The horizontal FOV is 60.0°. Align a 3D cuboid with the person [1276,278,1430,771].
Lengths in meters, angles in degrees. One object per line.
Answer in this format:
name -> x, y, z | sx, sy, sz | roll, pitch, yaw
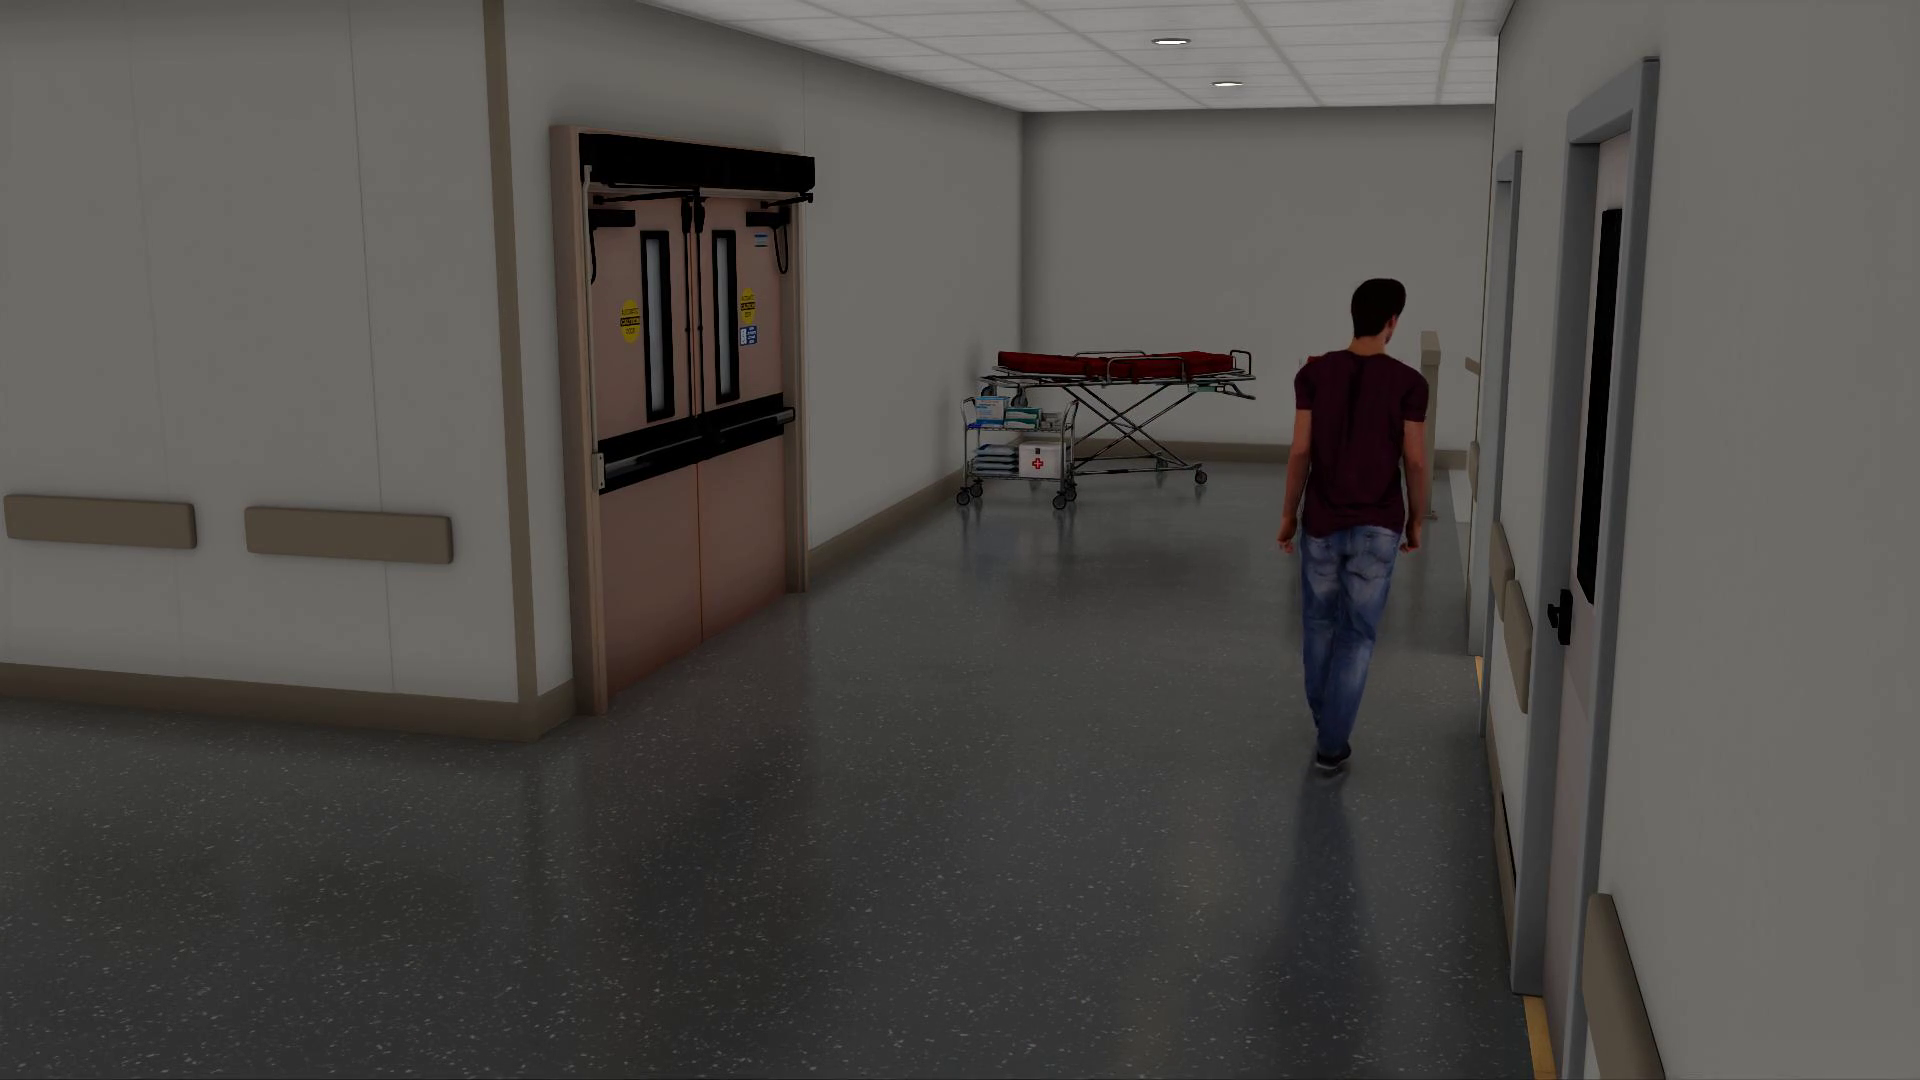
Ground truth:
person -> 1.441, -0.035, 6.185 | 0.775, 1.815, 0.991 | 5, 12, 23
